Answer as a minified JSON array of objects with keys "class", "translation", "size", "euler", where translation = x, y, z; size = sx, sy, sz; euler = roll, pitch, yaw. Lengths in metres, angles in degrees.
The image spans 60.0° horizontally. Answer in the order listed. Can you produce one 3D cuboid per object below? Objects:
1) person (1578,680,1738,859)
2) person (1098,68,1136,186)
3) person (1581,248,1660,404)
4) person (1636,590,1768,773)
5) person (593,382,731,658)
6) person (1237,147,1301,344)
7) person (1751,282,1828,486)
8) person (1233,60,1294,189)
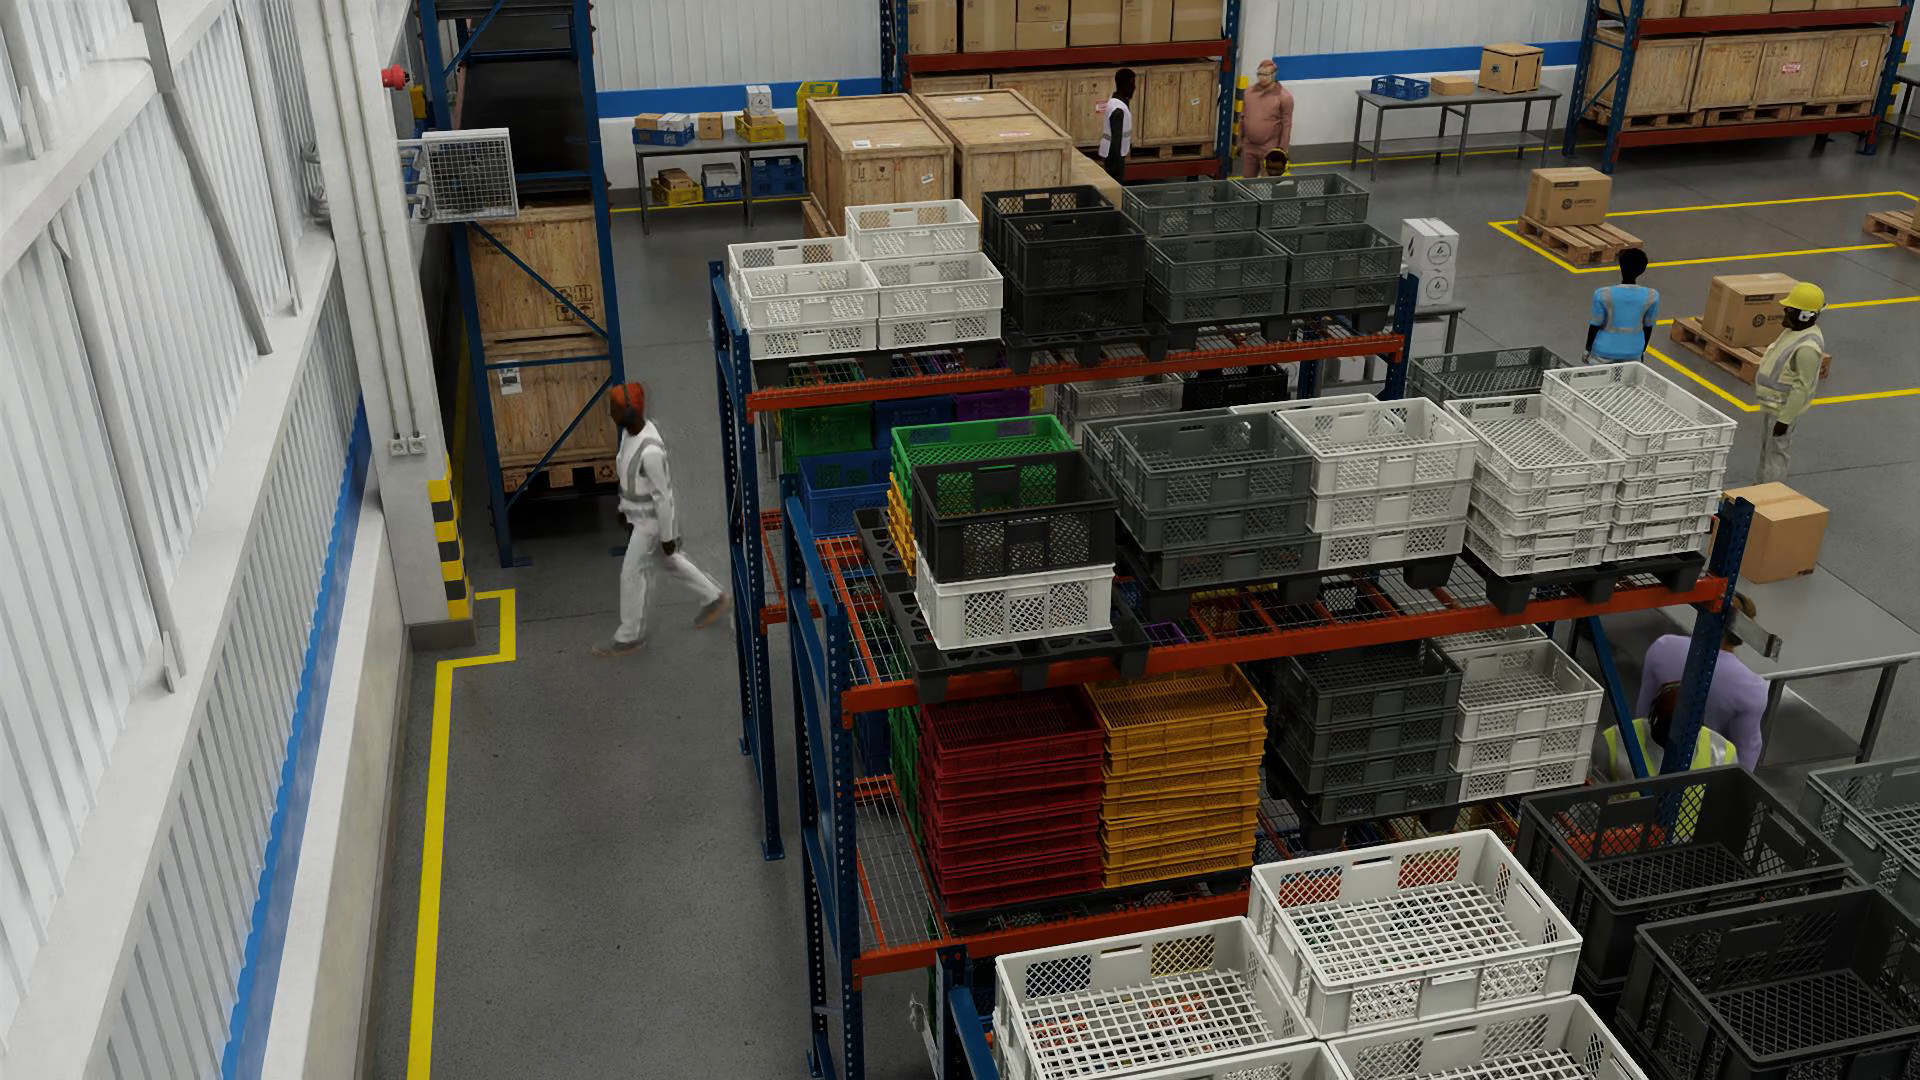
[{"class":"person","translation":[3.144,1.440,7.627],"size":[0.629,1.837,0.429],"euler":[8,29,14]},{"class":"person","translation":[1.717,-4.218,18.279],"size":[0.393,1.910,0.581],"euler":[3,28,5]},{"class":"person","translation":[5.275,-1.519,13.380],"size":[0.537,1.696,0.318],"euler":[2,28,3]},{"class":"person","translation":[3.569,1.112,8.139],"size":[0.371,1.933,0.627],"euler":[-17,32,-29]},{"class":"person","translation":[-1.948,-0.163,10.645],"size":[0.923,1.859,0.575],"euler":[-9,29,-16]},{"class":"person","translation":[2.869,-2.731,15.504],"size":[0.508,1.864,0.329],"euler":[10,29,18]},{"class":"person","translation":[6.062,-1.018,12.285],"size":[0.403,1.834,0.589],"euler":[8,29,15]},{"class":"person","translation":[3.373,-4.414,18.653],"size":[0.694,1.905,0.397],"euler":[21,34,34]}]
